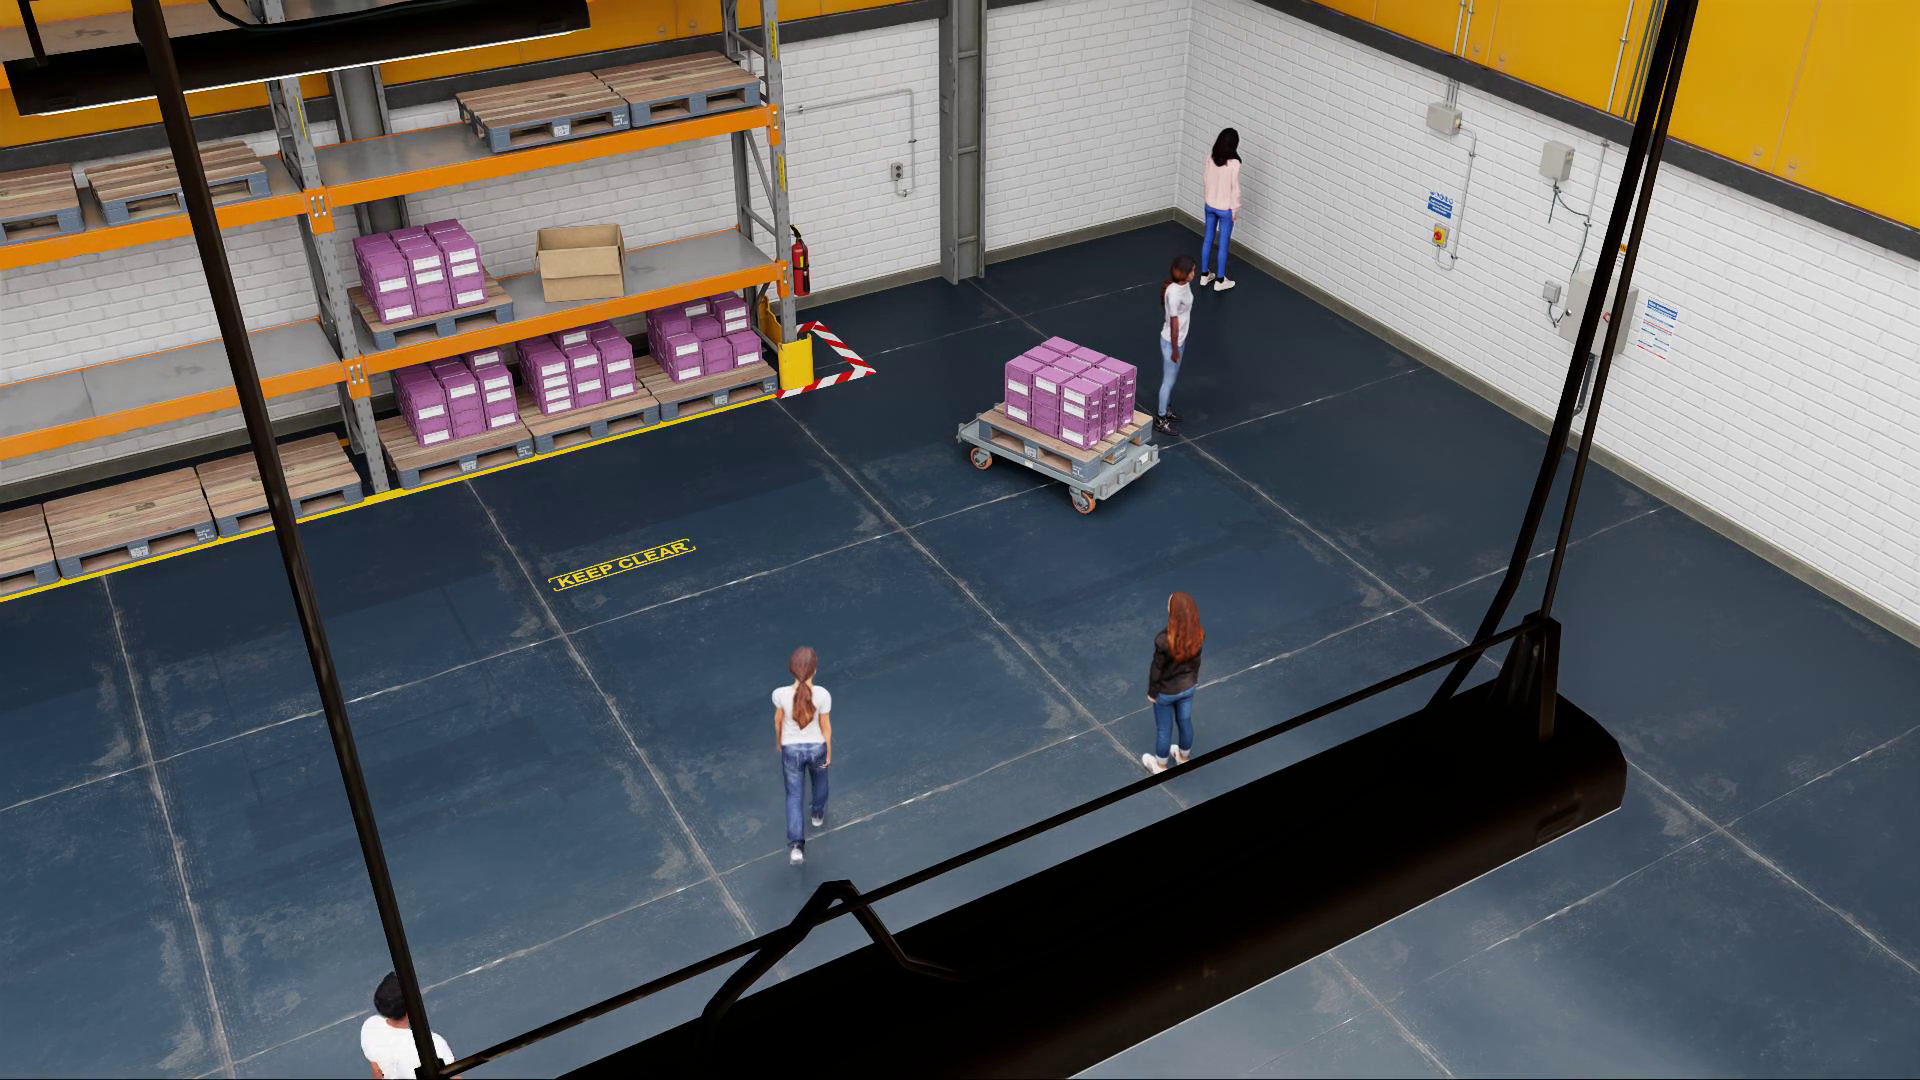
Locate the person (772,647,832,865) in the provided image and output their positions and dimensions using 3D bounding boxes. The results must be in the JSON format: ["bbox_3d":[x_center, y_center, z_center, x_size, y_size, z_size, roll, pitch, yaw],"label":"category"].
[{"bbox_3d":[-1.004,1.367,10.590,1.005,1.539,0.891,-1,34,-2],"label":"person"}]

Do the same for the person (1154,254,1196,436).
[{"bbox_3d":[1.957,-1.811,15.208,0.725,1.719,0.659,10,35,14],"label":"person"}]

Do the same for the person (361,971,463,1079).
[{"bbox_3d":[-2.689,2.855,8.213,1.079,1.692,1.190,12,35,17],"label":"person"}]

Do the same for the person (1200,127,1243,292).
[{"bbox_3d":[2.776,-3.545,17.772,0.604,1.769,0.676,-25,41,-33],"label":"person"}]

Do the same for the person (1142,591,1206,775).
[{"bbox_3d":[1.455,0.978,11.227,0.436,1.481,0.600,-18,38,-25],"label":"person"}]
